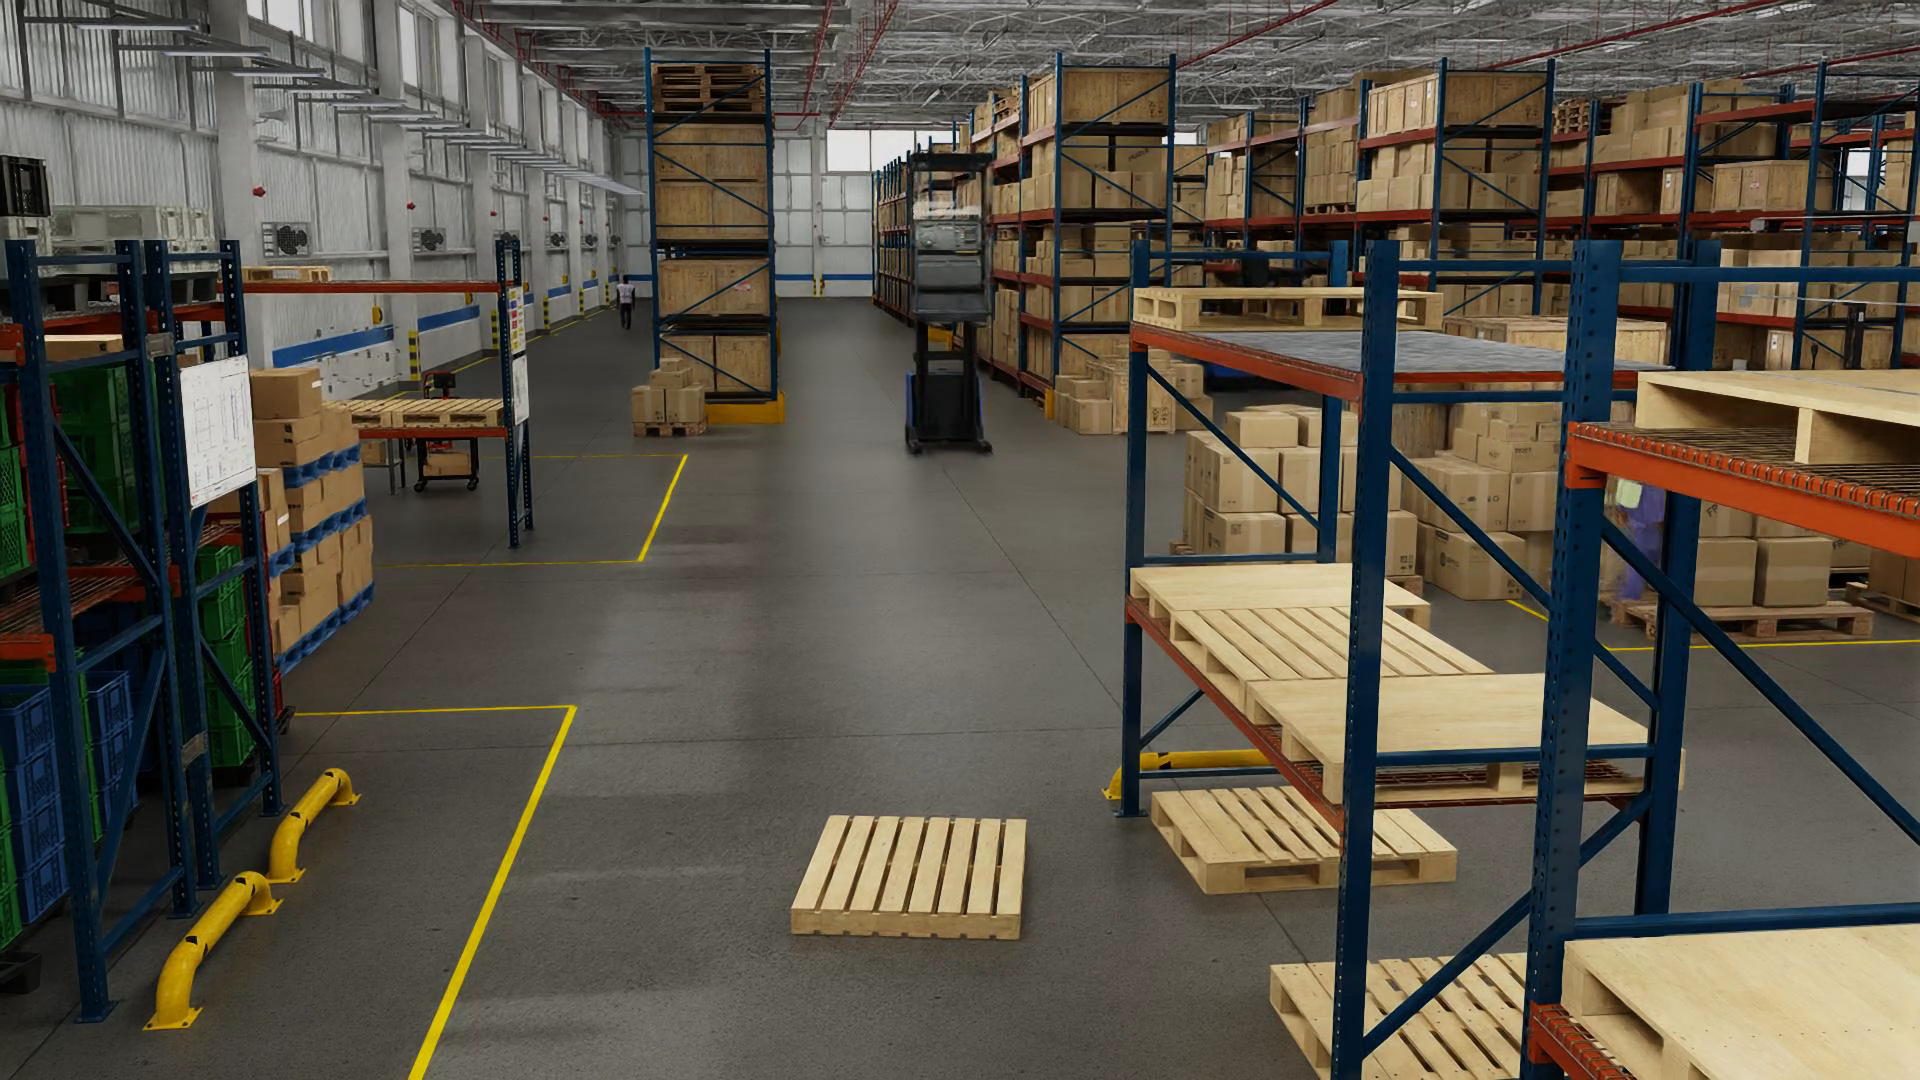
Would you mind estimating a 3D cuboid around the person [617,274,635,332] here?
[{"bbox_3d":[-11.101,-7.864,55.263,0.621,1.882,0.854,-3,11,-16],"label":"person"}]

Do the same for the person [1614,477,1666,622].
[{"bbox_3d":[5.395,-0.251,13.041,0.465,1.898,0.613,1,10,5],"label":"person"}]

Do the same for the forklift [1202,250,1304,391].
[{"bbox_3d":[5.905,-4.439,33.531,1.873,2.768,1.129,-1,10,-6],"label":"forklift"}]

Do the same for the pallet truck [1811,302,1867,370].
[{"bbox_3d":[15.846,-3.142,28.793,1.885,1.965,0.823,2,10,12],"label":"pallet truck"}]

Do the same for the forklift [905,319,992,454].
[{"bbox_3d":[-0.209,-2.731,24.068,1.129,2.768,1.873,-1,10,-6],"label":"forklift"}]
